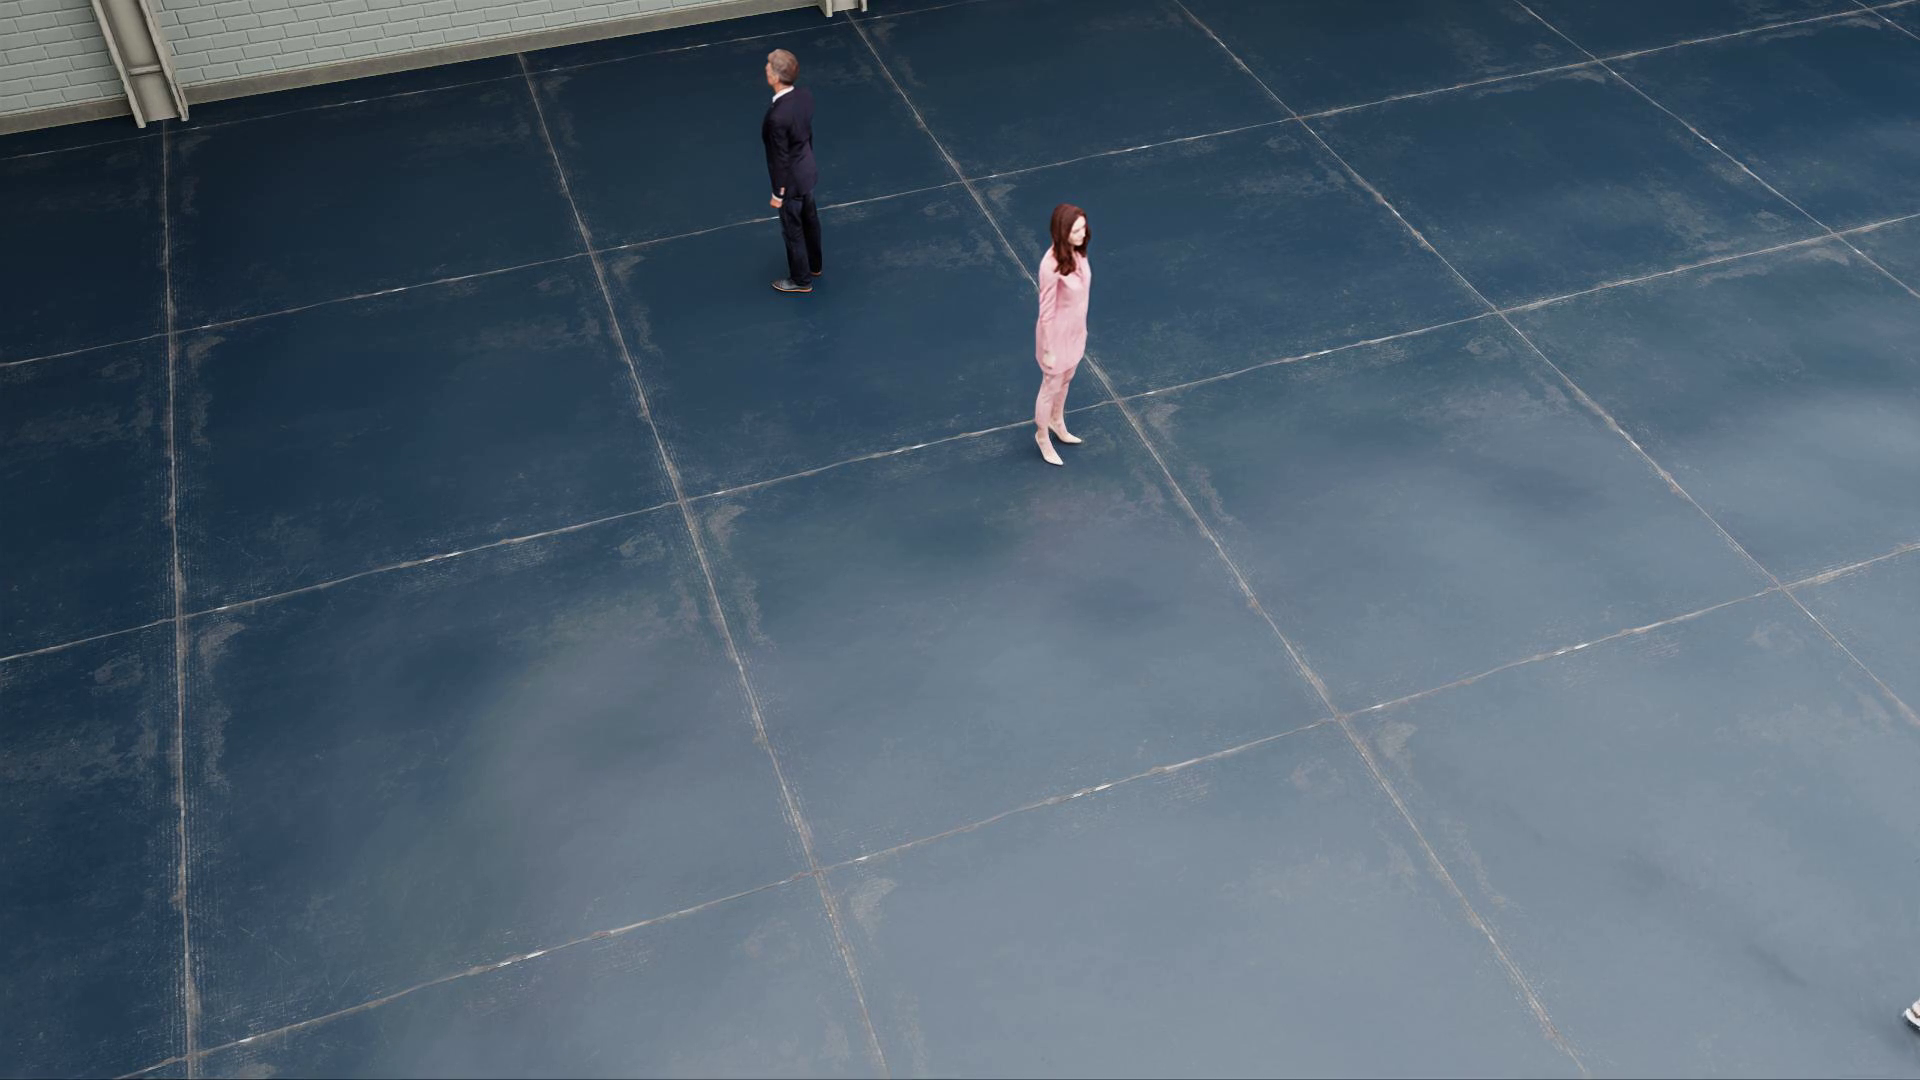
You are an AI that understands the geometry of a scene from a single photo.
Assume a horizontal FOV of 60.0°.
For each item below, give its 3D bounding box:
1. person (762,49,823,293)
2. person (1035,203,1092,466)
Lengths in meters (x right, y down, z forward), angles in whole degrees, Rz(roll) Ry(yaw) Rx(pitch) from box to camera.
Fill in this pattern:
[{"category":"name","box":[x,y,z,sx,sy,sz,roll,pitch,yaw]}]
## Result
[{"category":"person","box":[-1.170,-2.574,11.641,0.824,1.815,0.772,16,45,16]},{"category":"person","box":[0.619,-1.276,10.260,0.746,1.803,0.657,24,48,23]}]
